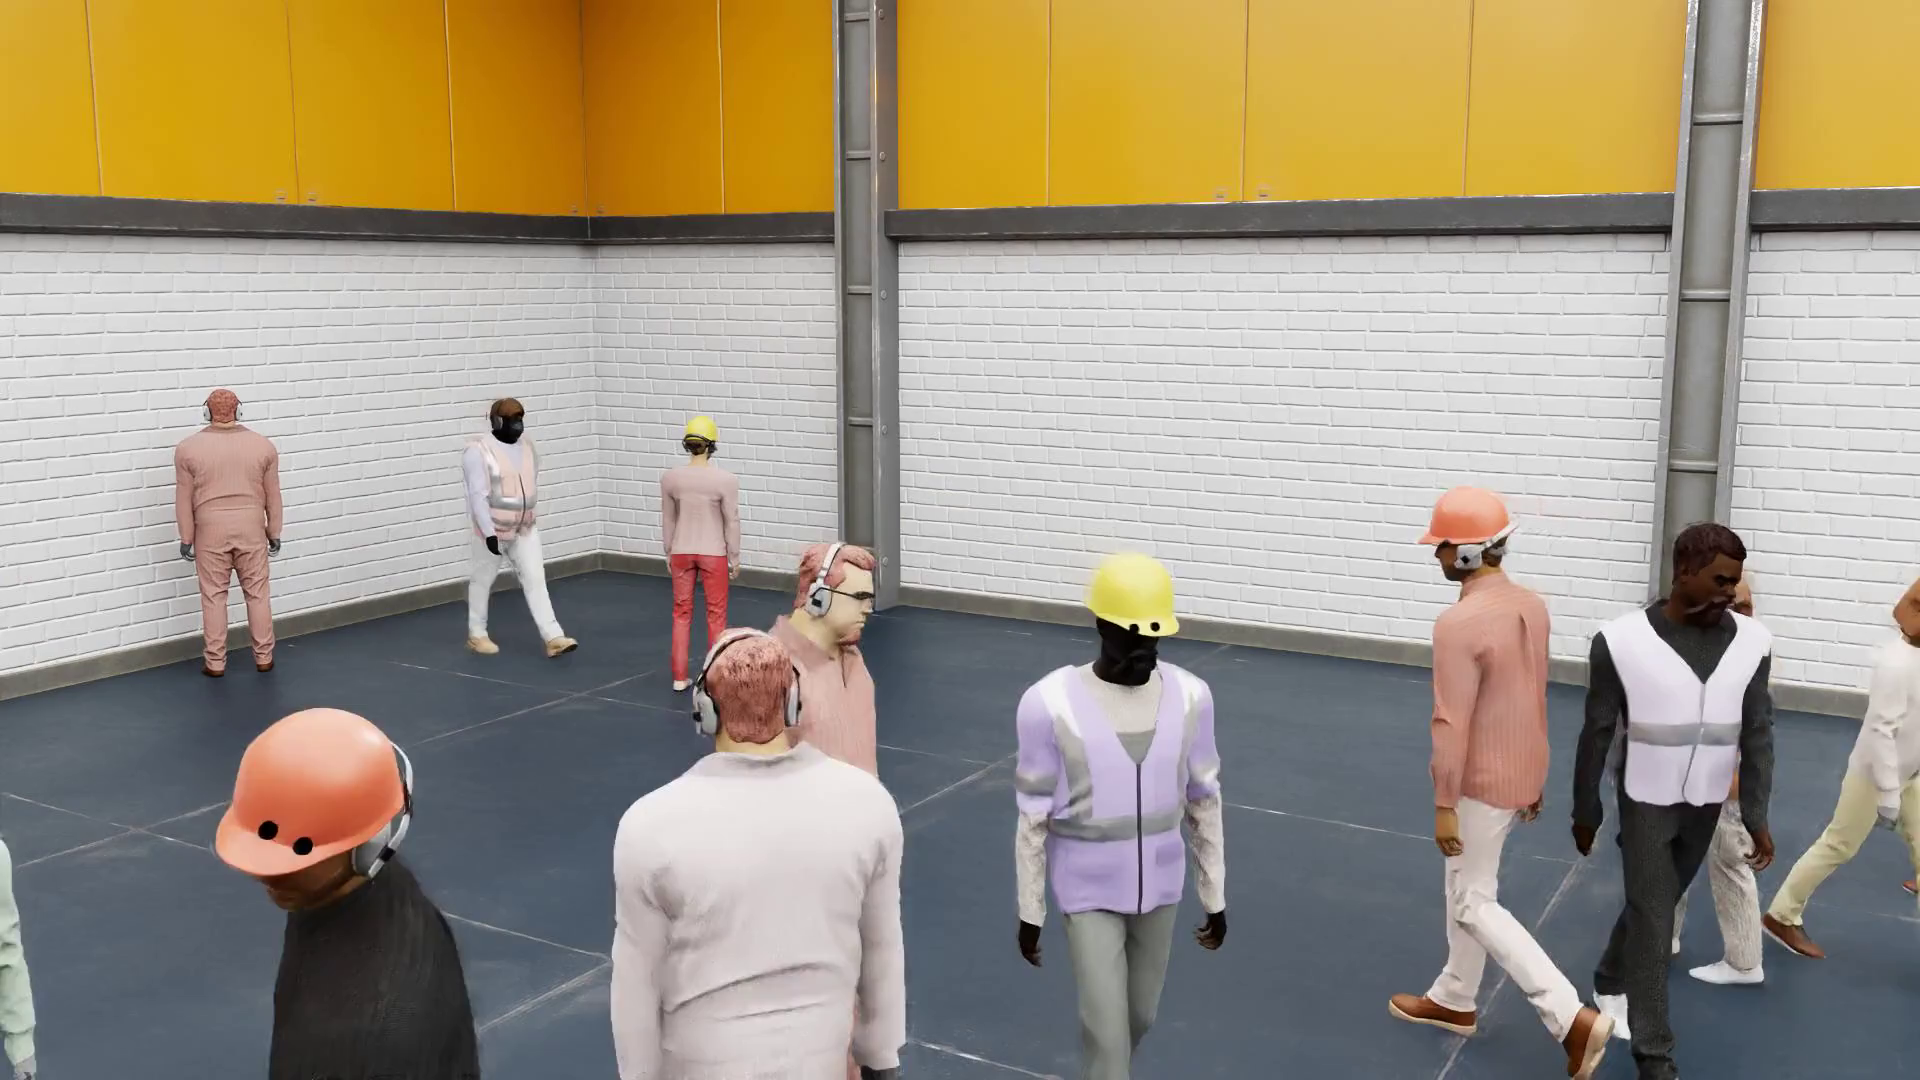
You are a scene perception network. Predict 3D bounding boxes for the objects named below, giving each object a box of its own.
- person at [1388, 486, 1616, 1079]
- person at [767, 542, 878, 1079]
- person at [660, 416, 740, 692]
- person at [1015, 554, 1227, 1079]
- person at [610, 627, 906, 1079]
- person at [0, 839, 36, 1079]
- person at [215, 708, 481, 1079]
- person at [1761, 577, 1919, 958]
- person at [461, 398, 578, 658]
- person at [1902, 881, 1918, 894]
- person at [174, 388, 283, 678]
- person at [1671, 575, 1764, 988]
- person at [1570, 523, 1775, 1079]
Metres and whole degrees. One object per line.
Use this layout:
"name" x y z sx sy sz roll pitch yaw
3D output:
"person" 1.825 0.803 5.492 0.657 1.959 0.818 -9 12 -43
"person" -0.532 0.928 4.958 0.761 1.871 0.681 5 10 27
"person" -1.632 0.095 10.517 0.521 1.758 0.348 2 9 12
"person" 0.458 0.965 4.659 0.603 1.898 0.812 -3 10 -20
"person" -0.422 1.136 3.624 0.648 1.890 0.528 -5 10 -26
"person" -2.533 1.199 4.066 0.544 1.613 0.483 -3 9 -15
"person" -1.039 1.220 2.897 0.424 1.970 0.652 -5 10 -29
"person" 3.462 0.881 6.172 0.527 1.577 0.916 -5 11 -31
"person" -3.087 -0.071 11.423 0.963 1.794 0.622 7 12 38
"person" 4.233 0.722 7.033 0.492 1.624 0.309 -4 10 -24
"person" -4.813 -0.049 10.977 0.645 1.903 0.401 -6 11 -31
"person" 2.700 0.877 6.070 0.633 1.603 0.555 2 9 13
"person" 2.334 0.860 5.460 0.589 1.863 0.987 -1 9 -8
